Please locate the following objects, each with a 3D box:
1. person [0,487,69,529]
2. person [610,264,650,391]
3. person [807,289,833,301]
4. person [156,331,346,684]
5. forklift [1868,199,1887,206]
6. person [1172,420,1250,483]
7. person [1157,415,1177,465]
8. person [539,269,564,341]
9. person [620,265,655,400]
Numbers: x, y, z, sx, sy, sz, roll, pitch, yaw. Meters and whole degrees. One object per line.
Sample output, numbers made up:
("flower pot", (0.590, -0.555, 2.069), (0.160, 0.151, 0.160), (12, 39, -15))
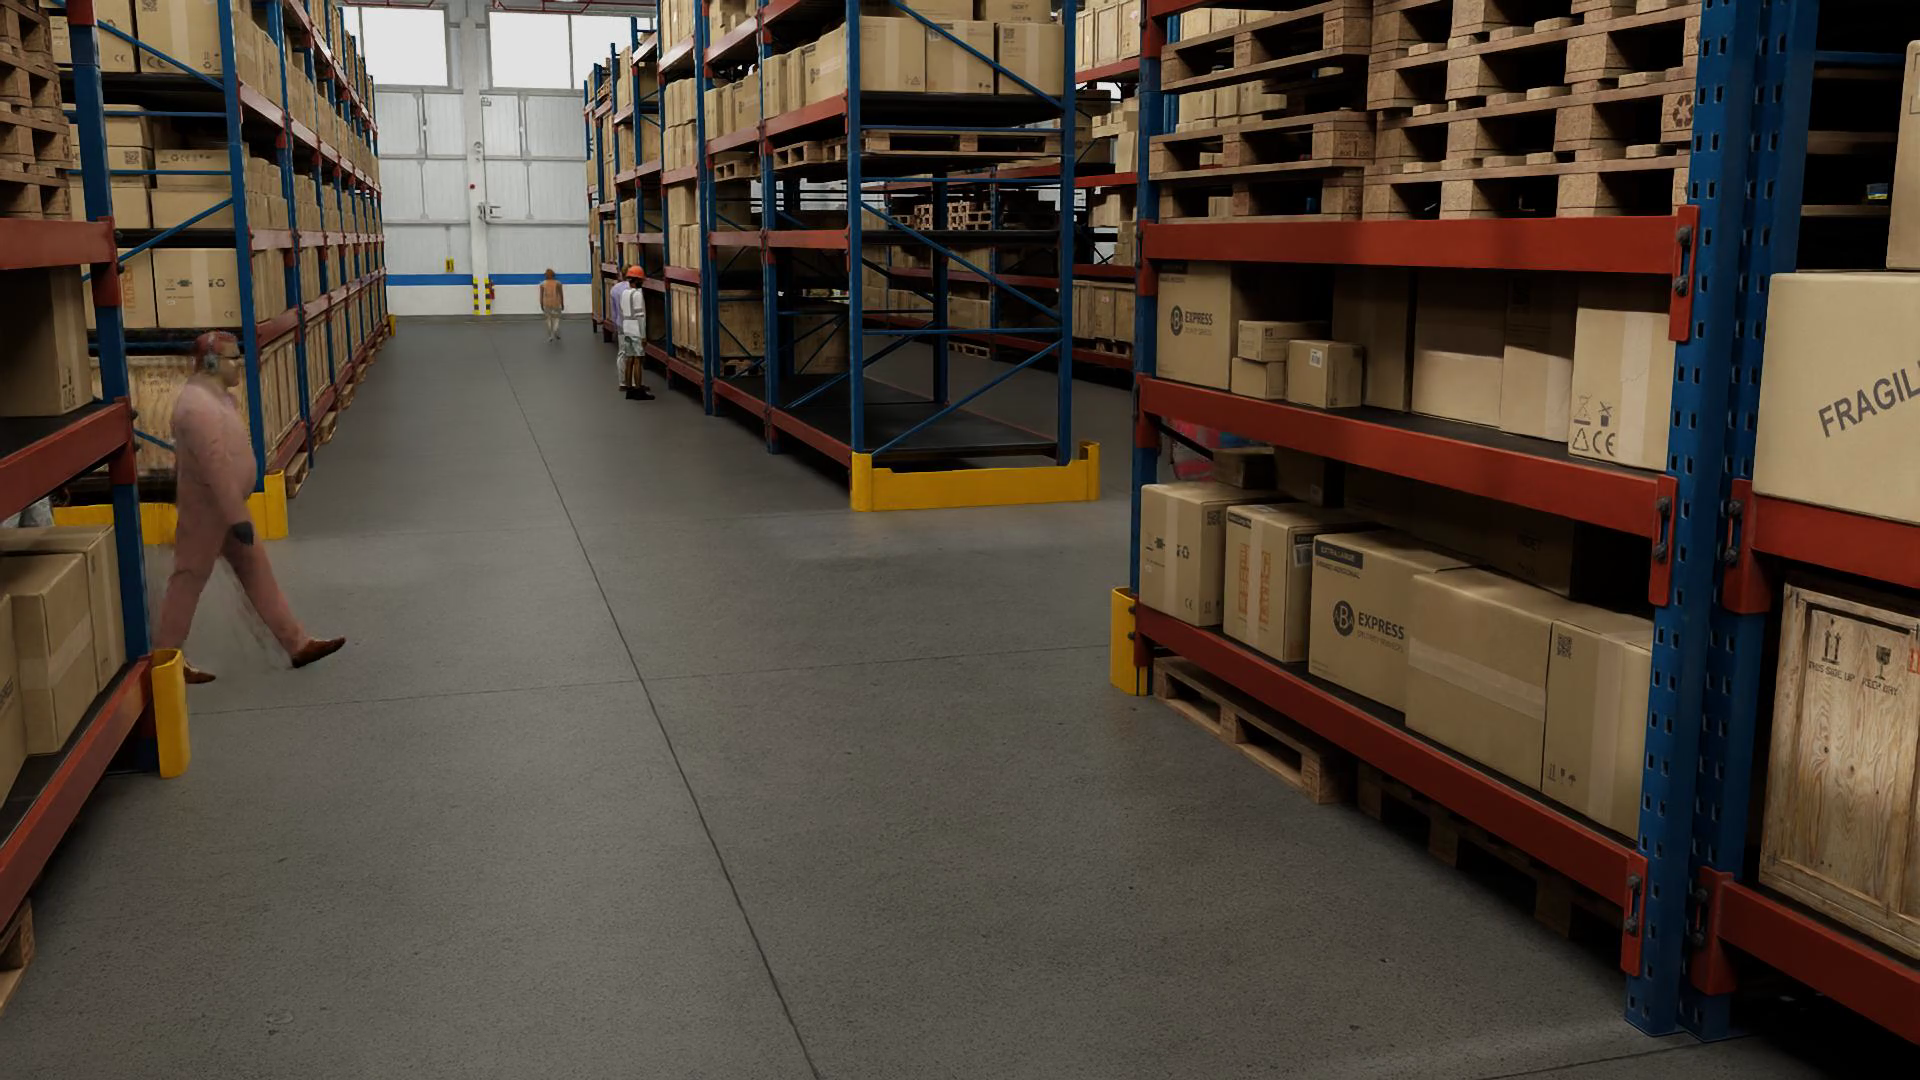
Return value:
("person", (-5.266, -0.347, 9.292), (0.383, 2.036, 0.605), (4, 11, 21))
("person", (-5.022, -3.216, 25.286), (0.631, 1.940, 0.372), (6, 12, 29))
("person", (-3.374, -5.878, 40.170), (0.643, 1.827, 0.627), (0, 10, -2))
("person", (-3.835, -0.162, 8.774), (0.990, 1.854, 0.661), (-2, 11, -10))
("forklift", (11.338, -2.915, 21.052), (1.129, 2.768, 1.873), (-3, 11, -17))
("person", (1.506, -0.307, 9.633), (0.579, 1.830, 0.640), (-2, 11, -10))
("person", (2.166, -1.754, 17.495), (0.631, 1.869, 0.995), (1, 10, 7))
("person", (-9.294, -5.356, 37.894), (0.544, 1.612, 0.692), (-2, 11, -11))
("person", (-4.673, -2.983, 24.004), (0.356, 1.939, 0.542), (-8, 13, -39))
